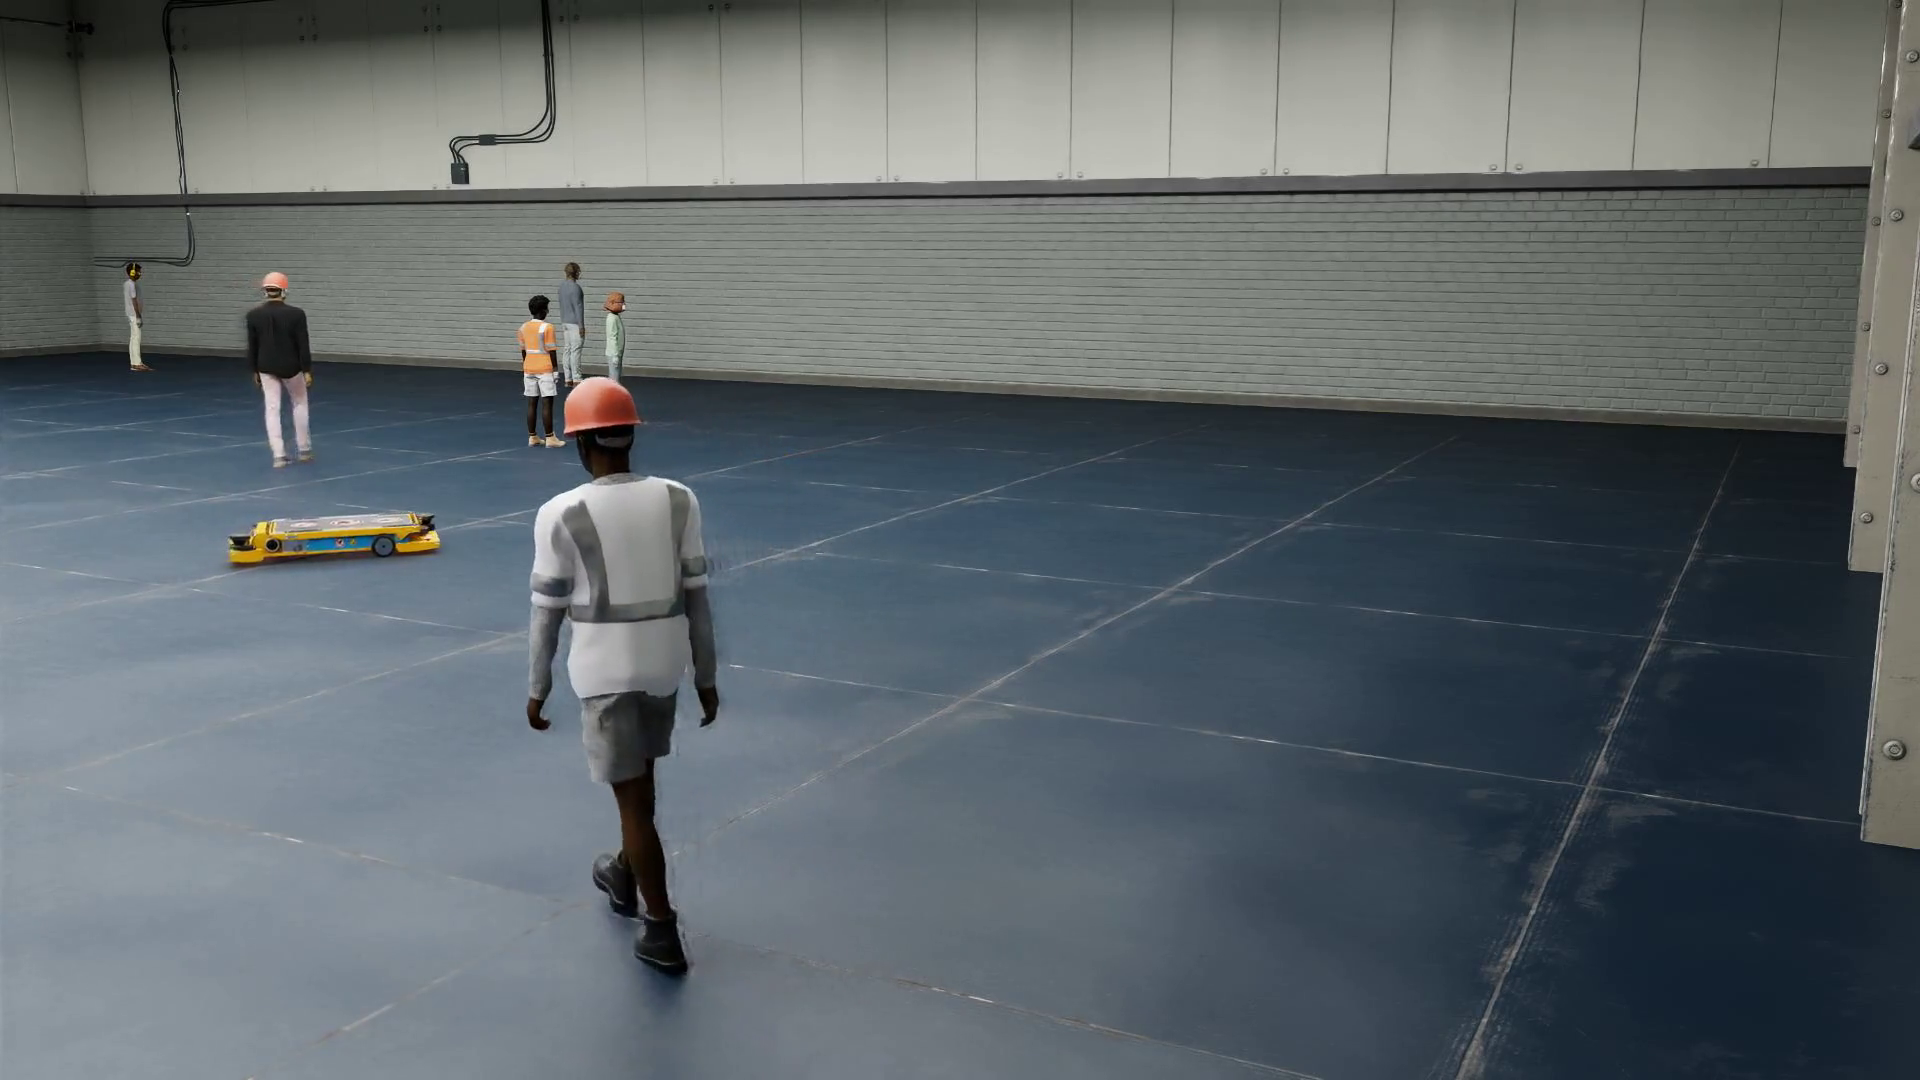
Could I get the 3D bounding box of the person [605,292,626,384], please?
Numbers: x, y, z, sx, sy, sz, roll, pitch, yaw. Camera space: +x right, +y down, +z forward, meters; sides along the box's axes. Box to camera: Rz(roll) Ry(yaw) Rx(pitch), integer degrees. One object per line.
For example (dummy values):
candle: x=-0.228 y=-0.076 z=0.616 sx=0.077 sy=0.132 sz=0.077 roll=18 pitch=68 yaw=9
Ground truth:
person: x=-4.349 y=-2.311 z=21.056 sx=0.267 sy=1.632 sz=0.507 roll=-1 pitch=10 yaw=-7

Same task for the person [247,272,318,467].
person: x=-6.965 y=-1.767 z=17.168 sx=0.654 sy=1.964 sz=0.837 roll=-1 pitch=10 yaw=-3

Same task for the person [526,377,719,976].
person: x=-1.153 y=0.416 z=5.469 sx=0.556 sy=1.888 sz=0.942 roll=-7 pitch=13 yaw=-35

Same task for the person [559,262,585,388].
person: x=-5.975 y=-3.322 z=25.738 sx=0.372 sy=1.940 sz=0.630 roll=-8 pitch=13 yaw=-37

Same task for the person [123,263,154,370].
person: x=-14.411 y=-3.900 z=29.095 sx=0.329 sy=1.865 sz=0.511 roll=-8 pitch=13 yaw=-38

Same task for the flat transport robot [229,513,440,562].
flat transport robot: x=-4.630 y=-0.032 z=12.350 sx=1.431 sy=0.197 sz=0.652 roll=-4 pitch=11 yaw=-20

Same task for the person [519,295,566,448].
person: x=-4.651 y=-1.866 z=18.466 sx=0.532 sy=1.694 sz=0.319 roll=7 pitch=12 yaw=32
